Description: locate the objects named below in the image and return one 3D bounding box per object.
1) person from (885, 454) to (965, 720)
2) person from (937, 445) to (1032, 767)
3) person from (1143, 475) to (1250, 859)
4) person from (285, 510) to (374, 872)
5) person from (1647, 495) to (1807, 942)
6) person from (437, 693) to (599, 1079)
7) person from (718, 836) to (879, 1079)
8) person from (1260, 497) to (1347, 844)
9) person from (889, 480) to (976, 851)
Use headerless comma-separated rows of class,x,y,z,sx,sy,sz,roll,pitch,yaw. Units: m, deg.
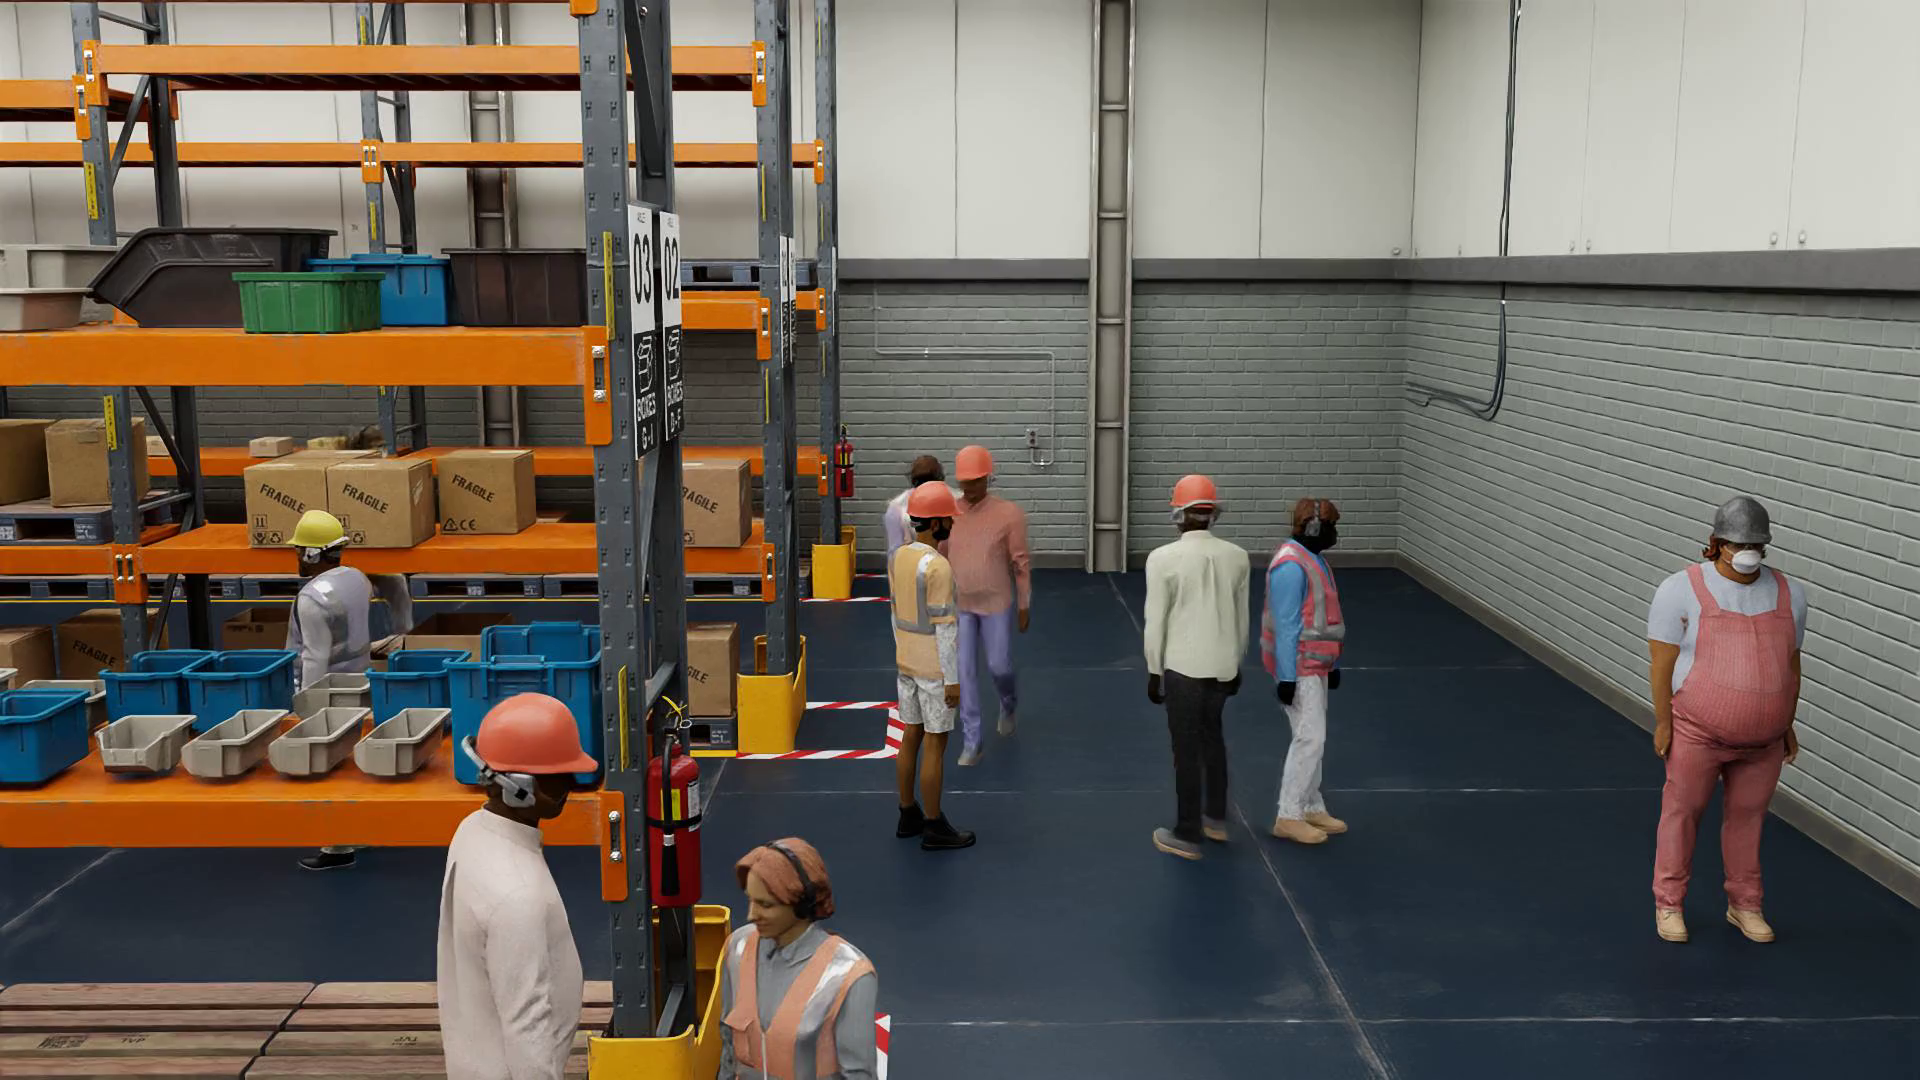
person,-0.209,0.295,11.323,0.658,1.808,0.680,-4,10,-22
person,0.128,0.376,10.319,0.639,1.972,0.644,2,10,14
person,1.230,0.651,8.687,0.614,1.965,0.544,-4,10,-23
person,-3.194,0.757,8.419,0.403,1.833,0.586,1,9,4
person,3.466,0.808,7.470,0.682,2.000,0.537,0,9,1
person,-1.117,1.361,4.287,0.411,1.979,0.627,-4,10,-24
person,-0.406,1.540,4.241,0.527,1.632,0.312,7,12,37
person,1.850,0.684,8.877,0.473,1.828,0.649,4,10,23
person,-0.153,0.652,8.737,0.361,1.939,0.543,-6,11,-31
